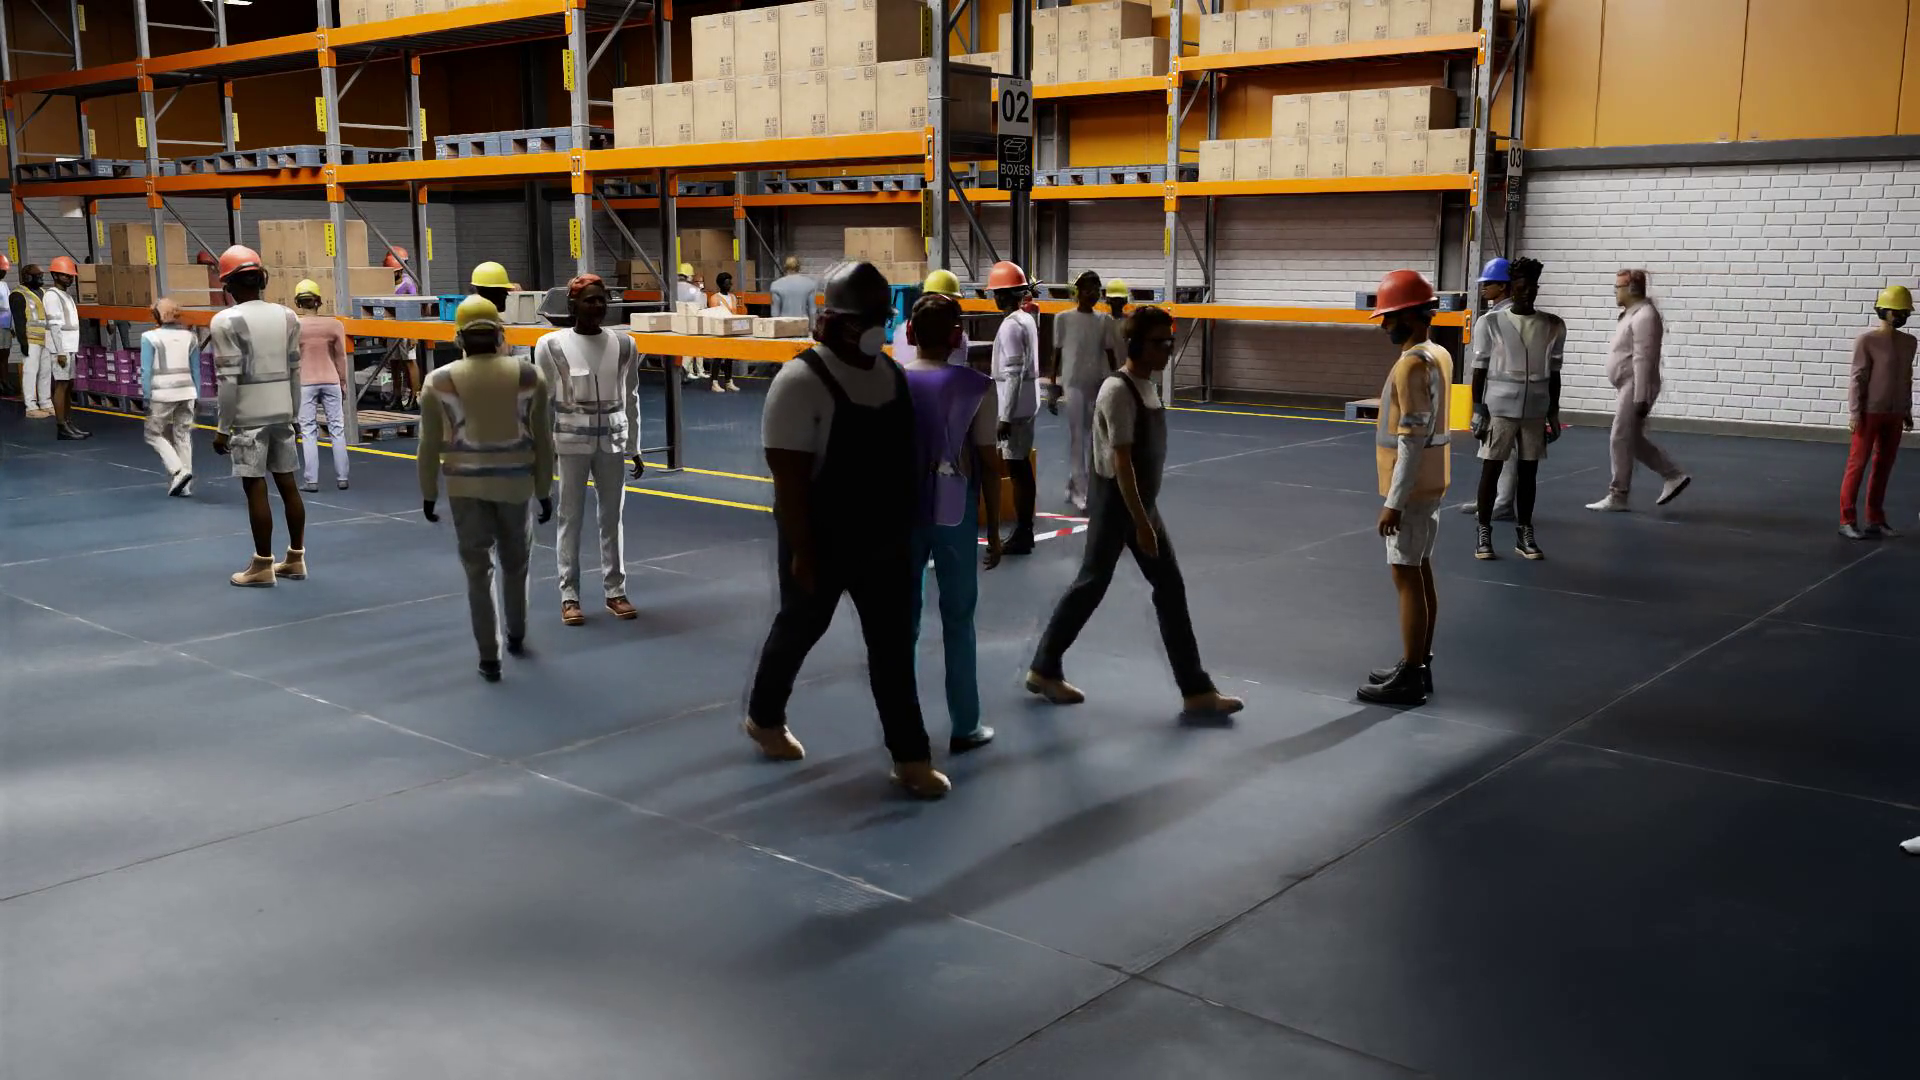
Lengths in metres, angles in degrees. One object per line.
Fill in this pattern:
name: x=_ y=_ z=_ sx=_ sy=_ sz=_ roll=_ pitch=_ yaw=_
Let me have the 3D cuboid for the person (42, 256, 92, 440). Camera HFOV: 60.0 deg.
person: x=-9.459 y=-2.023 z=17.612 sx=0.376 sy=1.932 sz=0.543 roll=-2 pitch=10 yaw=-13

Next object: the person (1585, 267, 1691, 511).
person: x=5.254 y=-1.146 z=12.772 sx=0.664 sy=1.882 sz=0.684 roll=3 pitch=10 yaw=15

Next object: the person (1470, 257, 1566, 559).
person: x=3.625 y=-0.850 z=10.834 sx=0.606 sy=1.966 sz=0.367 roll=0 pitch=10 yaw=0

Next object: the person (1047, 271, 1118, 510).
person: x=0.993 y=-1.145 z=12.863 sx=0.548 sy=1.836 sz=0.856 roll=-3 pitch=10 yaw=-16

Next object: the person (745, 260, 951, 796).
person: x=-0.485 y=-0.095 z=6.322 sx=0.691 sy=2.000 sz=1.019 roll=-9 pitch=14 yaw=-43

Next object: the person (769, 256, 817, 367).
person: x=-2.220 y=-2.857 z=22.376 sx=0.638 sy=1.923 sz=0.718 roll=-3 pitch=11 yaw=-19

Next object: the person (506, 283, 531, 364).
person: x=-4.975 y=-2.062 z=18.676 sx=0.279 sy=1.634 sz=0.498 roll=3 pitch=10 yaw=17

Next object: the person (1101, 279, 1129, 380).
person: x=1.386 y=-1.457 z=14.951 sx=0.533 sy=1.738 sz=0.790 roll=1 pitch=10 yaw=5

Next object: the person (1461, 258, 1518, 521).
person: x=4.011 y=-1.117 z=12.403 sx=0.406 sy=1.948 sz=0.605 roll=0 pitch=10 yaw=2

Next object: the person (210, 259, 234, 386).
person: x=-10.991 y=-3.229 z=24.658 sx=0.654 sy=1.865 sz=0.898 roll=-3 pitch=10 yaw=-14

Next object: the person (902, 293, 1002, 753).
person: x=-0.116 y=-0.059 z=6.670 sx=0.572 sy=1.843 sz=0.373 roll=3 pitch=10 yaw=16

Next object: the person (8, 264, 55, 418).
person: x=-11.061 y=-2.381 z=19.946 sx=0.430 sy=1.836 sz=0.619 roll=2 pitch=10 yaw=9

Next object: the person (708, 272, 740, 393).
person: x=-3.310 y=-2.905 z=23.338 sx=0.320 sy=1.687 sz=0.533 roll=6 pitch=12 yaw=31

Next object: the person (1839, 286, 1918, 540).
person: x=6.427 y=-0.880 z=11.581 sx=0.534 sy=1.765 sz=0.325 roll=-3 pitch=10 yaw=-16

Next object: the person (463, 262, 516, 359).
person: x=-3.285 y=-0.979 z=11.676 sx=0.385 sy=1.925 sz=0.592 roll=-4 pitch=11 yaw=-22

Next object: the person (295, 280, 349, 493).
person: x=-5.360 y=-1.274 z=13.836 sx=0.523 sy=1.762 sz=0.329 roll=-7 pitch=12 yaw=-35

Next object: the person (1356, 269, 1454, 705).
person: x=1.977 y=-0.228 z=7.402 sx=0.374 sy=1.928 sz=0.543 roll=5 pitch=11 yaw=27

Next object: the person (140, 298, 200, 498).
person: x=-6.361 y=-1.138 z=13.432 sx=0.381 sy=1.625 sz=0.528 roll=6 pitch=12 yaw=30

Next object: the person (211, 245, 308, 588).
person: x=-4.214 y=-0.730 z=9.956 sx=0.392 sy=2.035 sz=0.605 roll=5 pitch=11 yaw=26

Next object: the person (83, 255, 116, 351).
person: x=-12.376 y=-3.130 z=23.893 sx=0.632 sy=1.940 sz=0.372 roll=5 pitch=11 yaw=27

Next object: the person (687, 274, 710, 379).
person: x=-4.093 y=-3.320 z=25.866 sx=0.277 sy=1.629 sz=0.496 roll=7 pitch=12 yaw=34

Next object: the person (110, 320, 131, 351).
person: x=-13.867 y=-3.577 z=27.302 sx=0.500 sy=1.633 sz=0.286 roll=-8 pitch=13 yaw=-40

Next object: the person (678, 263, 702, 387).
person: x=-4.014 y=-3.097 z=24.072 sx=0.596 sy=1.811 sz=0.562 roll=2 pitch=10 yaw=14

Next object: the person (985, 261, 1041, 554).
person: x=0.338 y=-0.866 z=11.013 sx=0.376 sy=1.934 sz=0.547 roll=2 pitch=10 yaw=13

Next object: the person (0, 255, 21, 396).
person: x=-13.205 y=-2.956 z=22.936 sx=0.374 sy=1.927 sz=0.542 roll=-1 pitch=10 yaw=-5

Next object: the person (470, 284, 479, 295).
person: x=-5.871 y=-2.388 z=20.553 sx=0.567 sy=1.618 sz=0.524 roll=9 pitch=14 yaw=43

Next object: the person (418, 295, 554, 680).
person: x=-2.293 y=-0.272 z=8.019 sx=0.608 sy=1.792 sz=0.812 roll=-4 pitch=11 yaw=-21

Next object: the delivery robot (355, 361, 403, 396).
delivery robot: x=-7.584 y=-2.086 z=21.620 sx=0.707 sy=0.478 sz=0.477 roll=6 pitch=12 yaw=32

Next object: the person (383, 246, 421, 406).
person: x=-7.135 y=-2.725 z=21.287 sx=0.394 sy=2.044 sz=0.609 roll=-5 pitch=11 yaw=-25

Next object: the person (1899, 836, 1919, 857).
person: x=3.453 y=0.142 z=5.407 sx=0.506 sy=1.885 sz=0.667 roll=-3 pitch=10 yaw=-14

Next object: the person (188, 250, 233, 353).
person: x=-10.605 y=-3.094 z=23.552 sx=0.617 sy=2.002 sz=0.389 roll=-6 pitch=11 yaw=-29

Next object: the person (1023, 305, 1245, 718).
person: x=0.713 y=-0.118 z=7.197 sx=1.009 sy=1.793 sz=0.495 roll=6 pitch=12 yaw=32

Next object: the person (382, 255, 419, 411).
person: x=-6.980 y=-2.558 z=20.665 sx=0.542 sy=1.930 sz=0.366 roll=5 pitch=11 yaw=24

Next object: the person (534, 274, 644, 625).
person: x=-1.998 y=-0.489 z=9.010 sx=0.583 sy=1.884 sz=0.350 roll=-6 pitch=11 yaw=-30

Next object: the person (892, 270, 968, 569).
person: x=-0.170 y=-0.765 z=10.612 sx=0.621 sy=1.882 sz=0.739 roll=10 pitch=14 yaw=44
